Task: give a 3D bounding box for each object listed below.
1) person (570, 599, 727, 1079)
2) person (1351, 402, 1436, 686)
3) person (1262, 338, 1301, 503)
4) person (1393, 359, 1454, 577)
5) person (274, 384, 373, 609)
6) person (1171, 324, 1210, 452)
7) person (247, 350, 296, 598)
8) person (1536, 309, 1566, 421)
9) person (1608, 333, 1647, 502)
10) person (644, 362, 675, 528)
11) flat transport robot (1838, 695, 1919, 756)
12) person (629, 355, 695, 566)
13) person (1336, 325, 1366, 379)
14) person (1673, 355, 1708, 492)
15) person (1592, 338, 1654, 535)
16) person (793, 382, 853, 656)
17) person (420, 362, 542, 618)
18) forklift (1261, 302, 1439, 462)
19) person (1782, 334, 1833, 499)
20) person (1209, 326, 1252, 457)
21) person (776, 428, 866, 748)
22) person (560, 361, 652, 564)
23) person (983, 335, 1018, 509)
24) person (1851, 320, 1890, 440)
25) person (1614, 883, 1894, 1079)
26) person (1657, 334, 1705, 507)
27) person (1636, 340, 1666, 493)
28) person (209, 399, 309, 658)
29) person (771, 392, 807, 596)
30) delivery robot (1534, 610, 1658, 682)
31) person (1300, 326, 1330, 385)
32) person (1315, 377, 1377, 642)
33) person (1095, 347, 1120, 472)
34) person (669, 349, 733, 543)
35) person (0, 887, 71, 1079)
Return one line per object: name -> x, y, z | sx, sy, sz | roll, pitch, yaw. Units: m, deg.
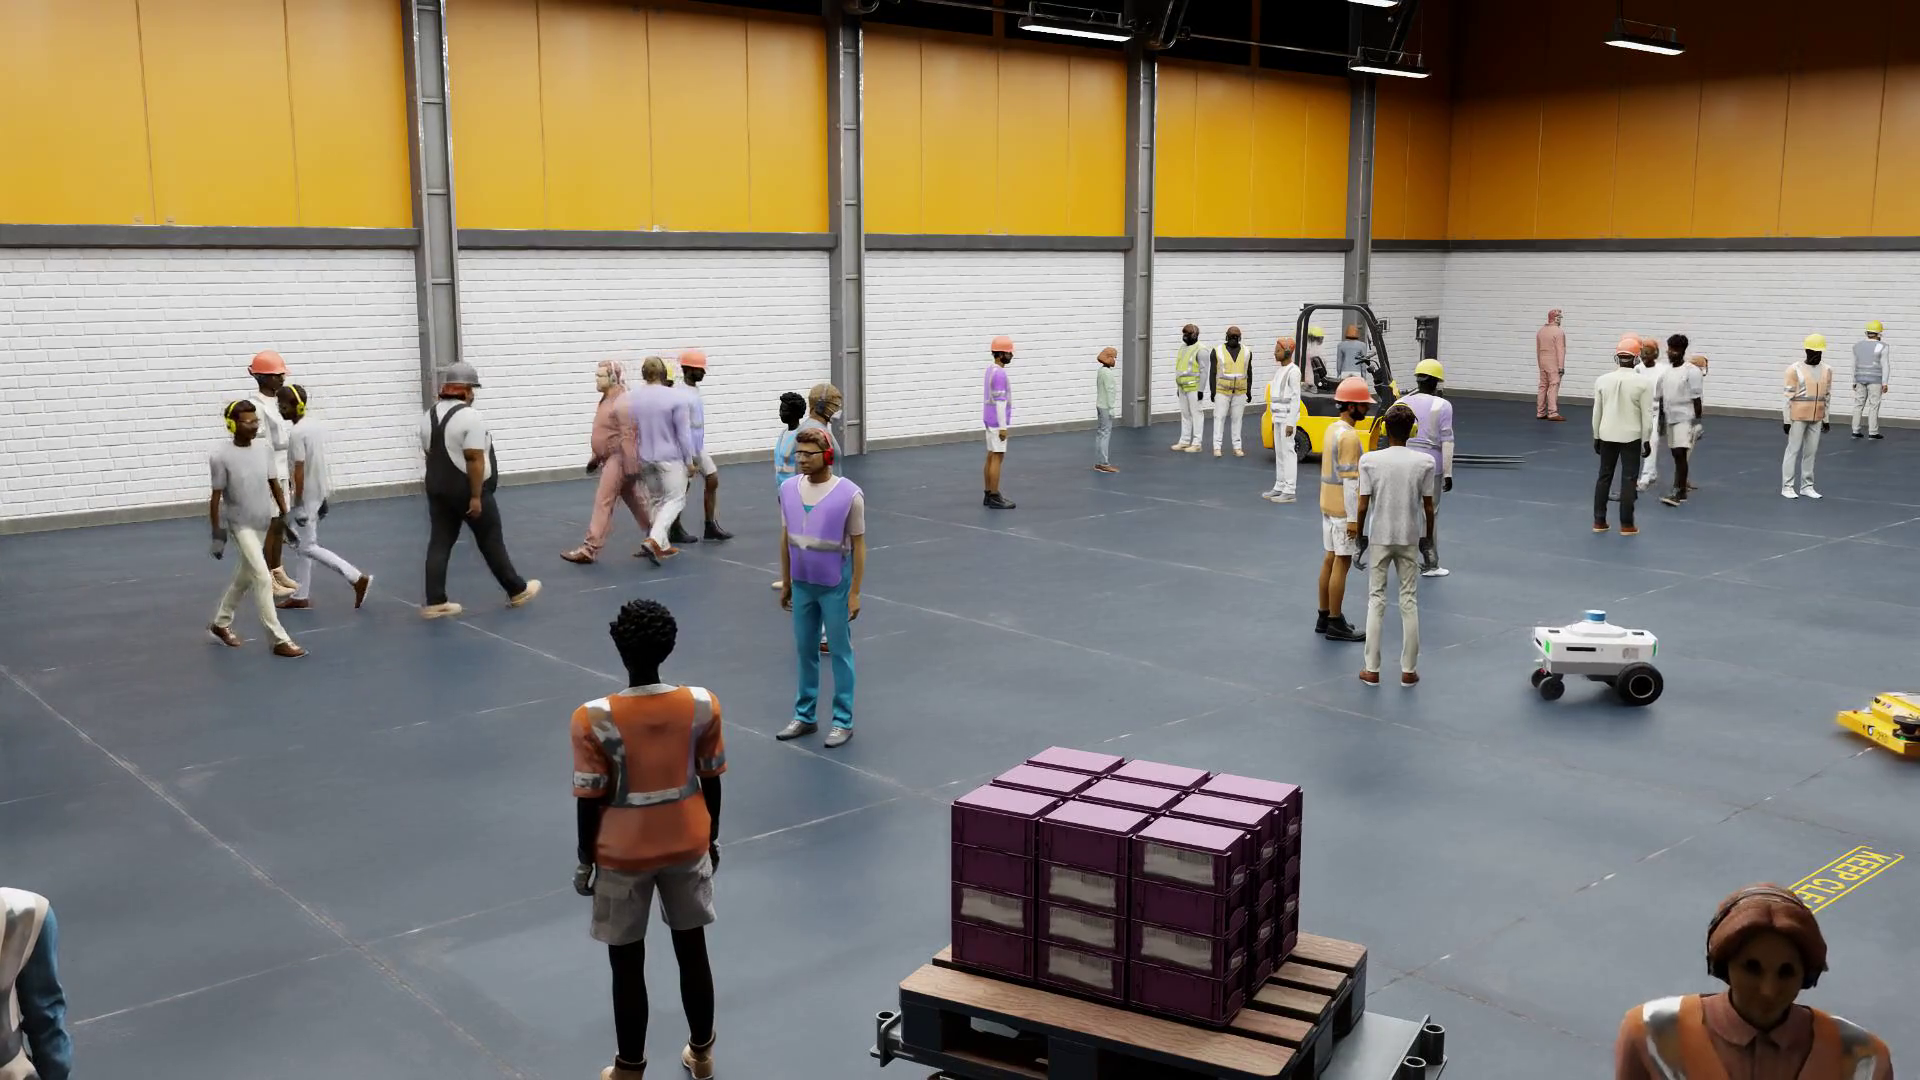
person -> -1.031, 1.034, 5.537 | 0.542, 1.695, 0.316 | -6, 11, -31
person -> 2.840, 0.032, 10.899 | 0.531, 1.870, 0.316 | 1, 10, 8
person -> 3.714, -1.373, 19.084 | 0.350, 1.882, 0.583 | -2, 10, -9
person -> 4.075, -0.631, 14.643 | 0.584, 1.917, 0.384 | 9, 13, 43
person -> -5.091, -0.329, 13.134 | 0.773, 1.836, 0.559 | -1, 10, -3
person -> 3.315, -2.182, 23.942 | 0.430, 1.845, 0.624 | -5, 11, -25
person -> -5.665, -0.545, 13.770 | 0.375, 2.042, 0.615 | -1, 10, -3
person -> 10.164, -2.997, 28.525 | 0.409, 1.908, 0.640 | -3, 10, -18
person -> 7.674, -1.406, 19.115 | 0.375, 1.939, 0.546 | 7, 12, 34
person -> -3.048, -0.950, 17.043 | 0.331, 1.733, 0.489 | 3, 10, 17
flat transport robot -> 5.958, 1.051, 9.608 | 1.431, 0.197, 0.652 | 0, 10, -3
person -> -2.757, -0.725, 15.195 | 0.648, 1.918, 0.764 | 4, 11, 23
person -> 6.715, -2.866, 28.556 | 0.502, 1.633, 0.280 | 3, 10, 17
person -> 8.768, -1.395, 19.945 | 0.273, 1.631, 0.507 | 6, 11, 32
person -> 6.726, -1.044, 16.879 | 0.405, 1.988, 0.616 | -9, 13, -43
person -> -0.998, -0.152, 11.796 | 0.373, 1.933, 0.627 | -3, 10, -17
person -> -3.852, -0.435, 13.135 | 0.697, 2.000, 0.985 | 6, 11, 32
forklift -> 5.320, -2.157, 22.763 | 2.313, 2.155, 1.214 | 3, 10, 16
person -> 9.847, -1.431, 19.325 | 0.583, 1.921, 0.390 | -2, 10, -11
person -> 3.809, -2.080, 23.369 | 0.621, 1.838, 0.429 | -1, 10, -6
person -> -0.787, 0.265, 9.598 | 0.564, 1.846, 0.392 | 6, 11, 31
person -> -3.193, -0.720, 15.341 | 1.012, 1.861, 0.635 | -4, 10, -22
person -> 0.450, -1.319, 18.607 | 0.379, 1.937, 0.548 | -2, 10, -10
person -> 13.977, -2.449, 25.518 | 0.404, 1.837, 0.595 | -6, 11, -30
person -> 1.510, 1.453, 3.257 | 0.523, 1.636, 0.310 | 3, 10, 14
person -> 8.106, -1.352, 18.839 | 0.629, 1.935, 0.705 | -2, 10, -13
person -> 8.329, -1.508, 20.090 | 0.843, 1.830, 0.595 | -9, 13, -43
person -> -5.057, -0.094, 11.794 | 0.988, 1.830, 0.509 | 4, 11, 23
person -> -1.383, -0.388, 13.864 | 0.318, 1.697, 0.535 | -5, 11, -28
delivery robot -> 4.048, 0.691, 10.609 | 0.707, 0.478, 0.477 | 1, 10, 7
person -> 5.505, -2.402, 25.565 | 0.825, 1.733, 0.540 | -3, 10, -17
person -> 2.845, -0.229, 12.232 | 0.372, 1.935, 0.551 | 0, 10, -3
person -> 1.920, -1.705, 21.760 | 0.283, 1.633, 0.498 | -2, 10, -11
person -> -2.531, -0.903, 16.241 | 0.774, 1.908, 0.563 | 3, 10, 15
person -> -2.297, 1.362, 3.786 | 0.510, 1.641, 0.308 | -7, 12, -36
